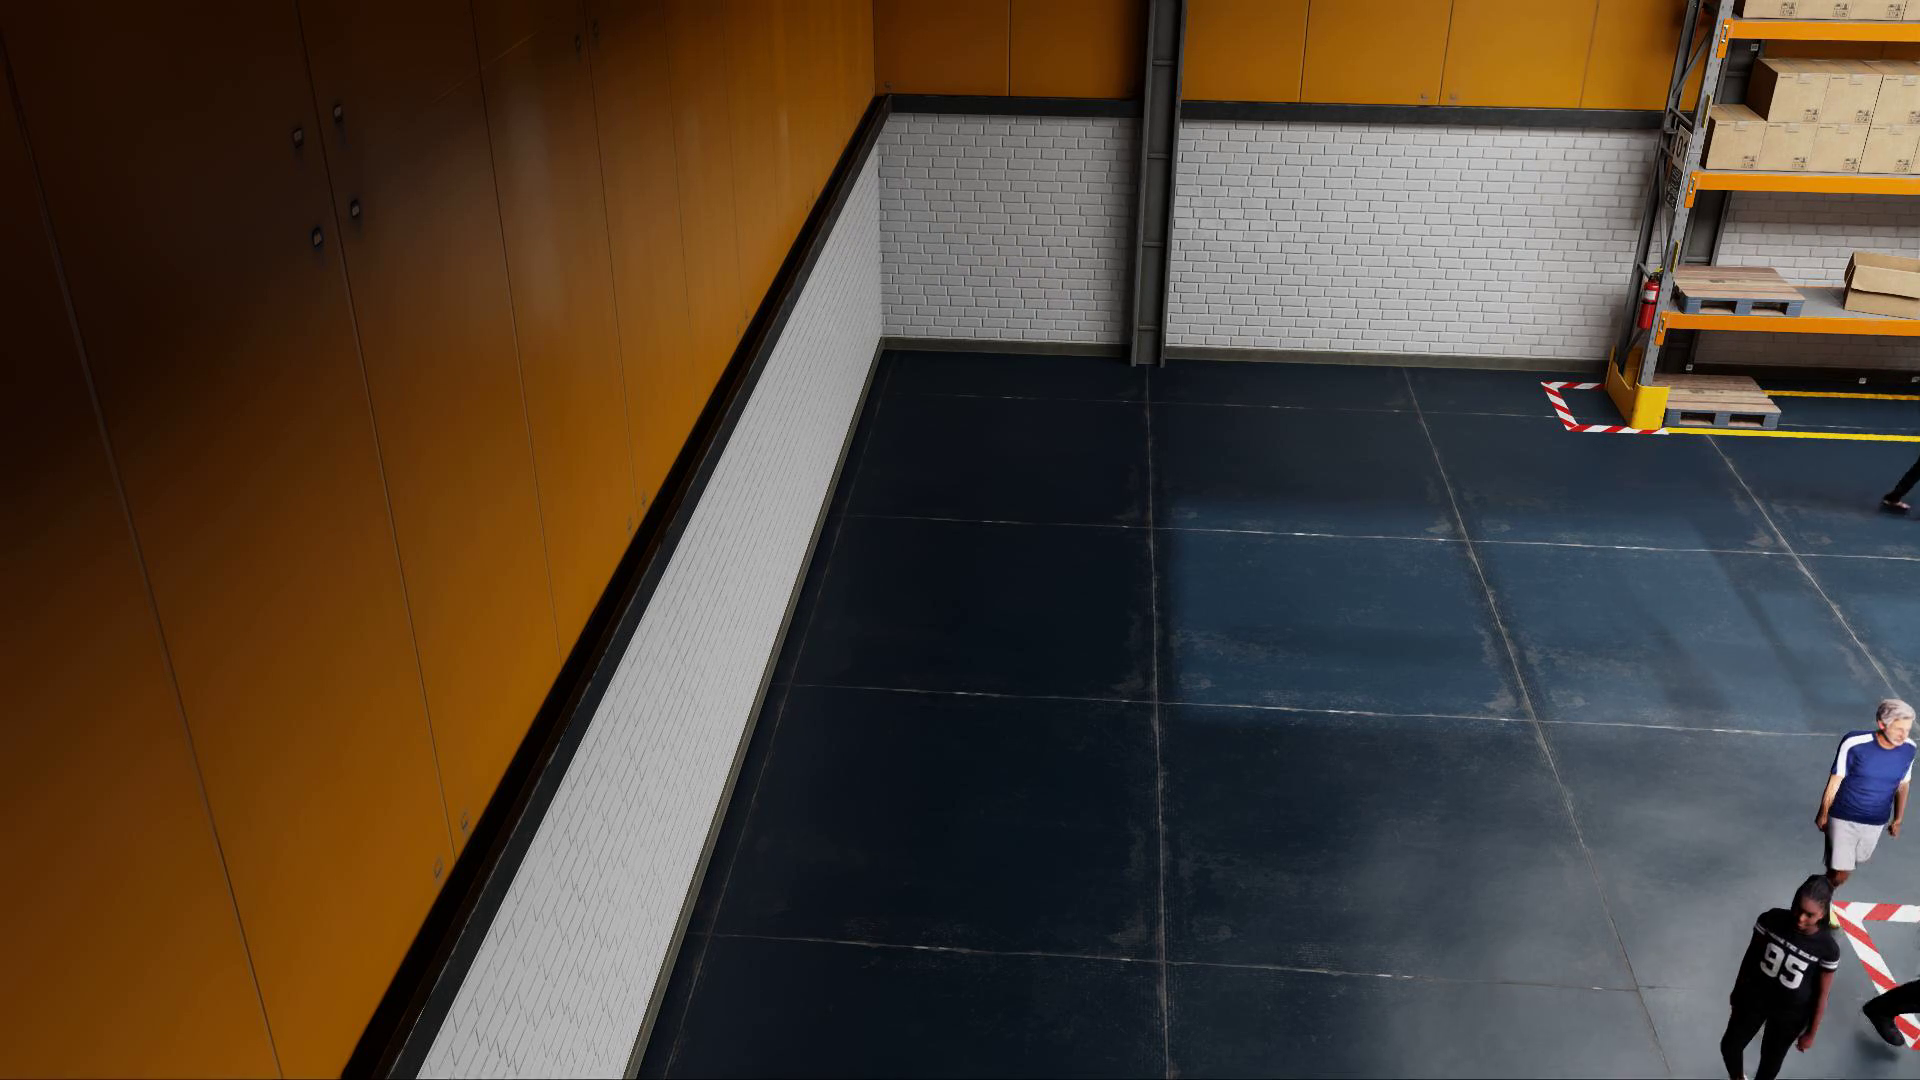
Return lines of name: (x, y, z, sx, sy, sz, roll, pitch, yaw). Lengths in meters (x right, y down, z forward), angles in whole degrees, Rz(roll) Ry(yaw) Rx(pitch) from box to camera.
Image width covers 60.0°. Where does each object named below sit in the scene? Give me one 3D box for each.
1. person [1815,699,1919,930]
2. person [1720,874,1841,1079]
person: (5.759, 1.729, 10.770, 0.628, 1.820, 0.744, -2, 29, -3)
person: (4.608, 2.569, 9.335, 0.754, 1.720, 0.824, 25, 37, 37)
